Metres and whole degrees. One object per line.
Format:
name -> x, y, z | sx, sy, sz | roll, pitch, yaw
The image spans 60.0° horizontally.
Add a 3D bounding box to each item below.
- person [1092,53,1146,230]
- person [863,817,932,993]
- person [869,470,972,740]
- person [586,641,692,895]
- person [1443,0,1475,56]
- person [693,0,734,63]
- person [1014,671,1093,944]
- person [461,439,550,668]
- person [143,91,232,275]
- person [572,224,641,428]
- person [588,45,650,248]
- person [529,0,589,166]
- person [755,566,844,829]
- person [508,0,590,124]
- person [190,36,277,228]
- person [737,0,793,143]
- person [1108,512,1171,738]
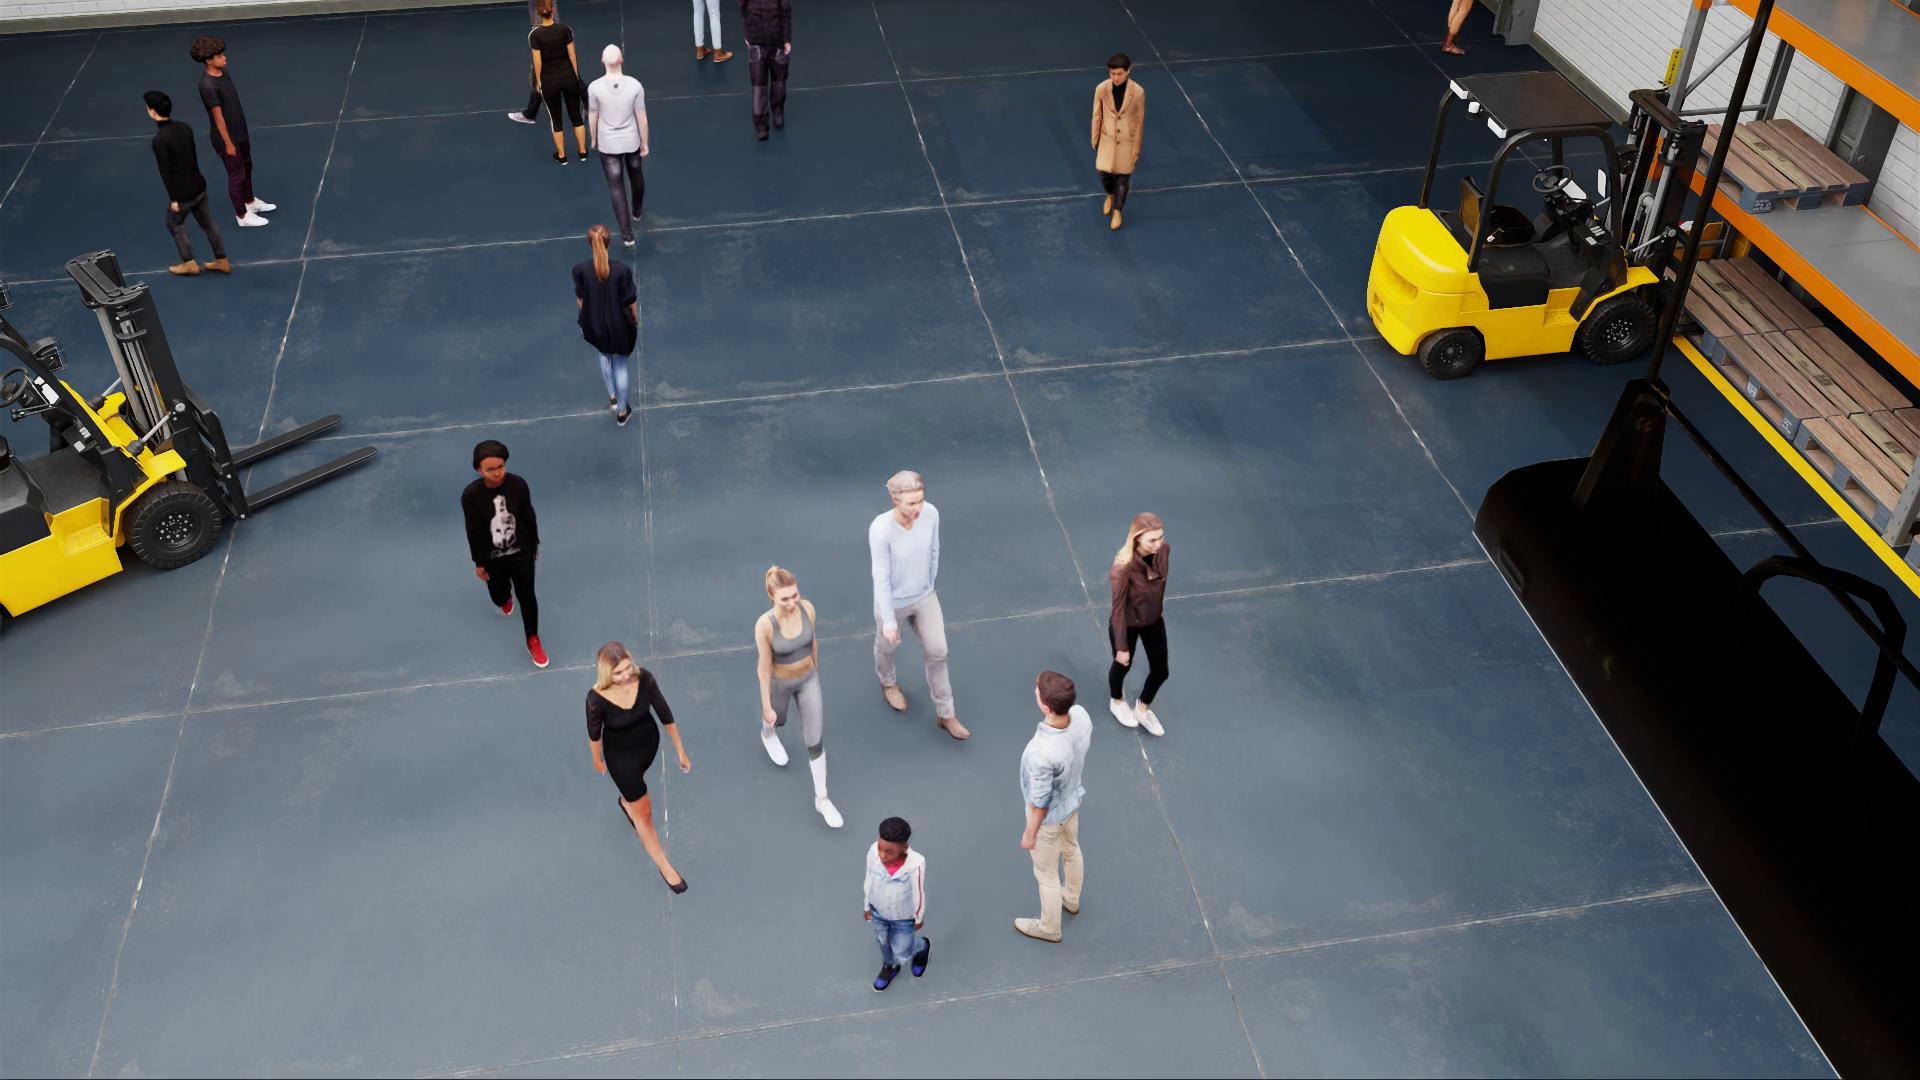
person -> 1.500, -3.728, 15.335 | 0.810, 1.699, 0.895 | 10, 40, 12
person -> -0.305, 1.862, 8.695 | 0.623, 1.250, 0.687 | 21, 43, 24
person -> -0.396, 0.316, 10.143 | 0.898, 1.859, 1.136 | -20, 43, -23
person -> -1.869, 1.141, 9.296 | 0.943, 1.627, 1.131 | -31, 48, -33
person -> 5.638, -6.314, 18.561 | 0.722, 1.715, 0.548 | -19, 42, -22
person -> -2.825, -6.194, 18.314 | 0.730, 1.836, 0.764 | 19, 42, 22
person -> 0.499, 1.411, 8.782 | 0.777, 1.847, 0.706 | 22, 44, 25
person -> -2.927, 0.040, 10.652 | 0.722, 1.655, 0.964 | -15, 41, -18
person -> -6.710, -3.079, 14.512 | 0.896, 1.712, 0.831 | 10, 40, 12
person -> -2.689, -1.587, 12.677 | 0.695, 1.670, 0.720 | -1, 39, -1
person -> -3.062, -3.517, 14.991 | 0.773, 1.799, 1.231 | -11, 40, -13
person -> -3.947, -4.520, 16.351 | 0.628, 1.669, 0.587 | -16, 41, -19
person -> -1.030, 0.815, 9.678 | 0.880, 1.660, 1.209 | -21, 43, -25
person -> -4.106, -5.097, 16.965 | 0.867, 1.804, 1.122 | -1, 39, -1
person -> -6.740, -3.770, 15.323 | 0.698, 1.779, 0.548 | 0, 39, 0
person -> -1.939, -5.045, 16.852 | 0.737, 1.863, 1.148 | -4, 39, -5
person -> 1.016, 0.466, 10.093 | 0.735, 1.687, 0.775 | -23, 44, -26
